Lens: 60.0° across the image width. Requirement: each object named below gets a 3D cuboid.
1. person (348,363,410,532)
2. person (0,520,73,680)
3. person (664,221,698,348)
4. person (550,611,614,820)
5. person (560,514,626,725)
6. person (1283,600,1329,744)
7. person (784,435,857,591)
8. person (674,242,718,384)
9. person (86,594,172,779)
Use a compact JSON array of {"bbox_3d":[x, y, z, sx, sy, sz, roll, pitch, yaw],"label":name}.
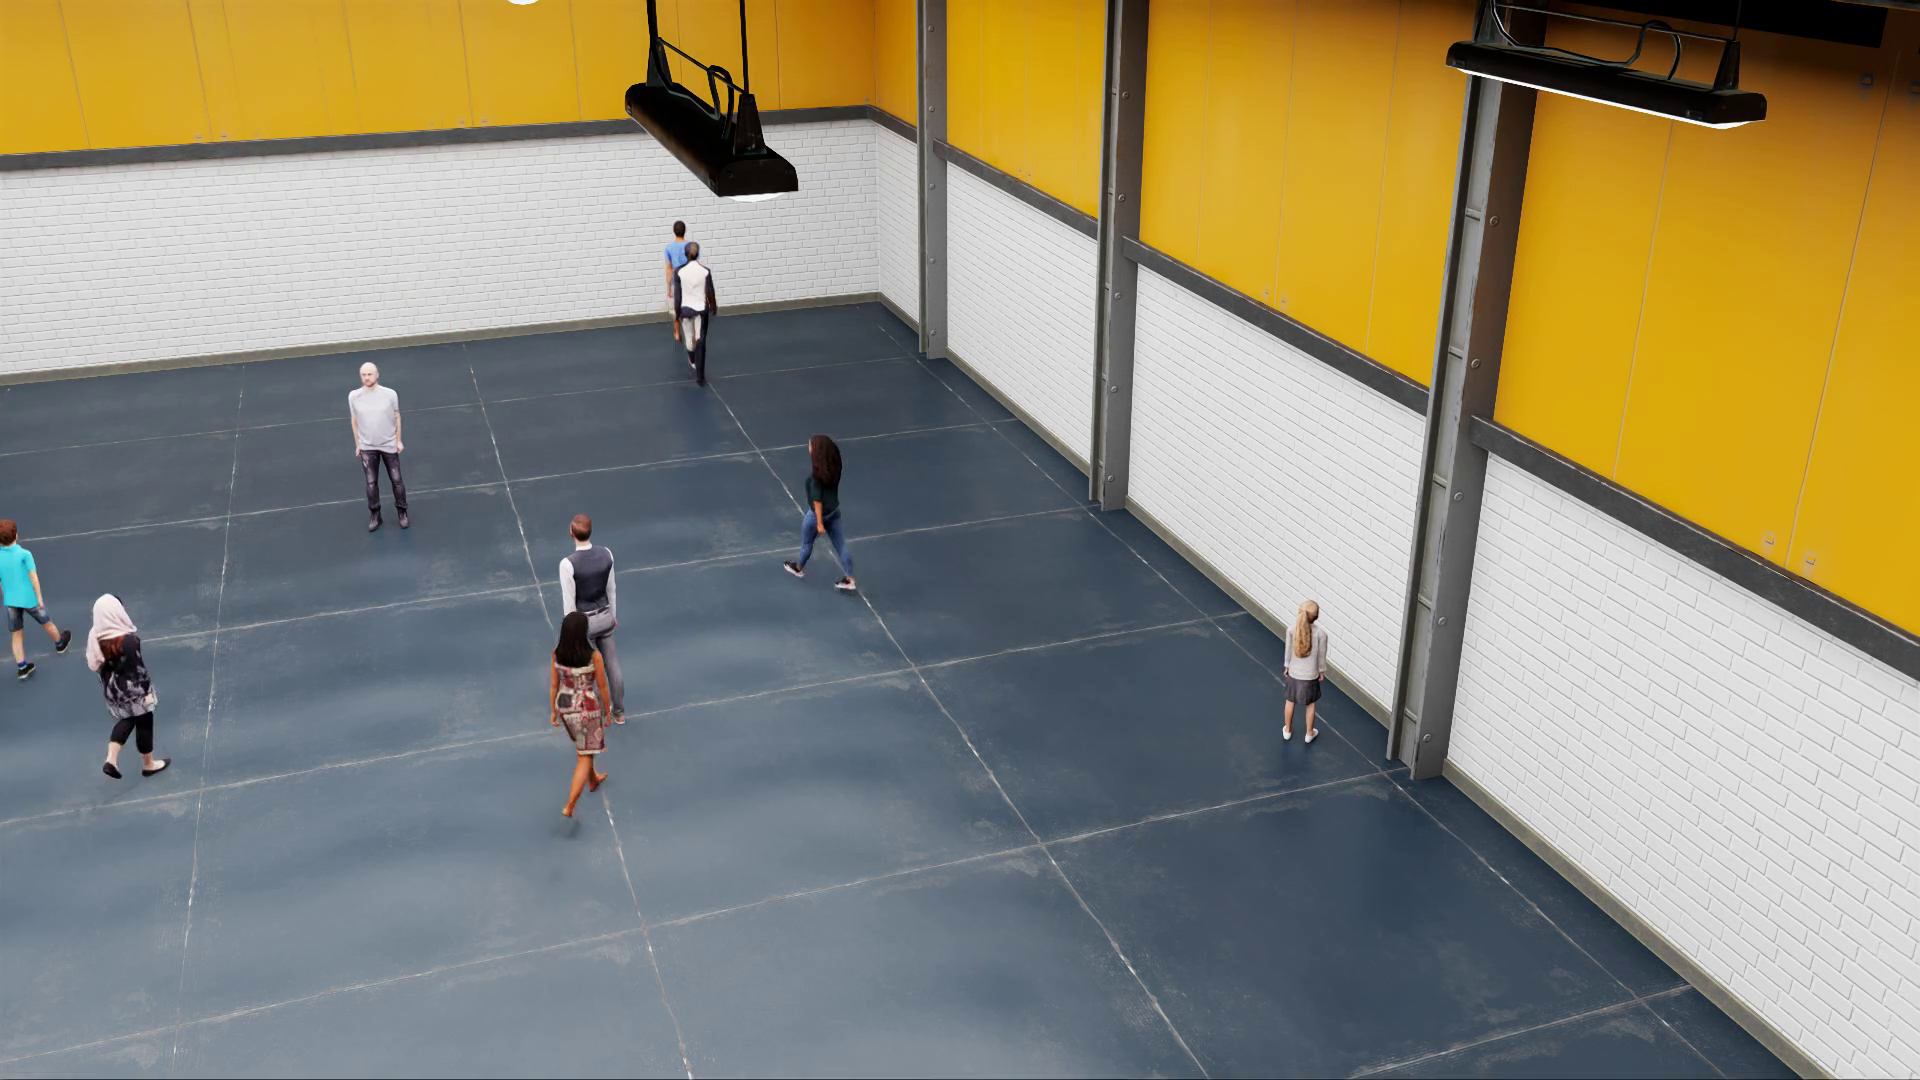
[{"bbox_3d":[-6.231,-1.023,17.850,0.682,1.832,0.626,-5,24,-11],"label":"person"},{"bbox_3d":[-8.374,0.549,14.779,0.700,1.413,0.976,-1,24,-3],"label":"person"},{"bbox_3d":[-3.931,-3.591,23.738,0.751,1.822,1.163,-5,24,-11],"label":"person"},{"bbox_3d":[-2.931,1.363,12.666,0.975,1.612,1.141,4,24,8],"label":"person"},{"bbox_3d":[-3.058,0.682,13.817,0.732,1.938,0.698,-20,31,-38],"label":"person"},{"bbox_3d":[2.846,1.073,13.751,0.601,1.276,0.654,8,25,17],"label":"person"},{"bbox_3d":[-1.268,-0.232,16.366,1.162,1.573,1.029,14,27,29],"label":"person"},{"bbox_3d":[-3.576,-3.031,22.424,0.896,1.848,1.206,-3,24,-7],"label":"person"},{"bbox_3d":[-6.598,1.198,13.031,0.869,1.623,0.935,9,25,20],"label":"person"}]
